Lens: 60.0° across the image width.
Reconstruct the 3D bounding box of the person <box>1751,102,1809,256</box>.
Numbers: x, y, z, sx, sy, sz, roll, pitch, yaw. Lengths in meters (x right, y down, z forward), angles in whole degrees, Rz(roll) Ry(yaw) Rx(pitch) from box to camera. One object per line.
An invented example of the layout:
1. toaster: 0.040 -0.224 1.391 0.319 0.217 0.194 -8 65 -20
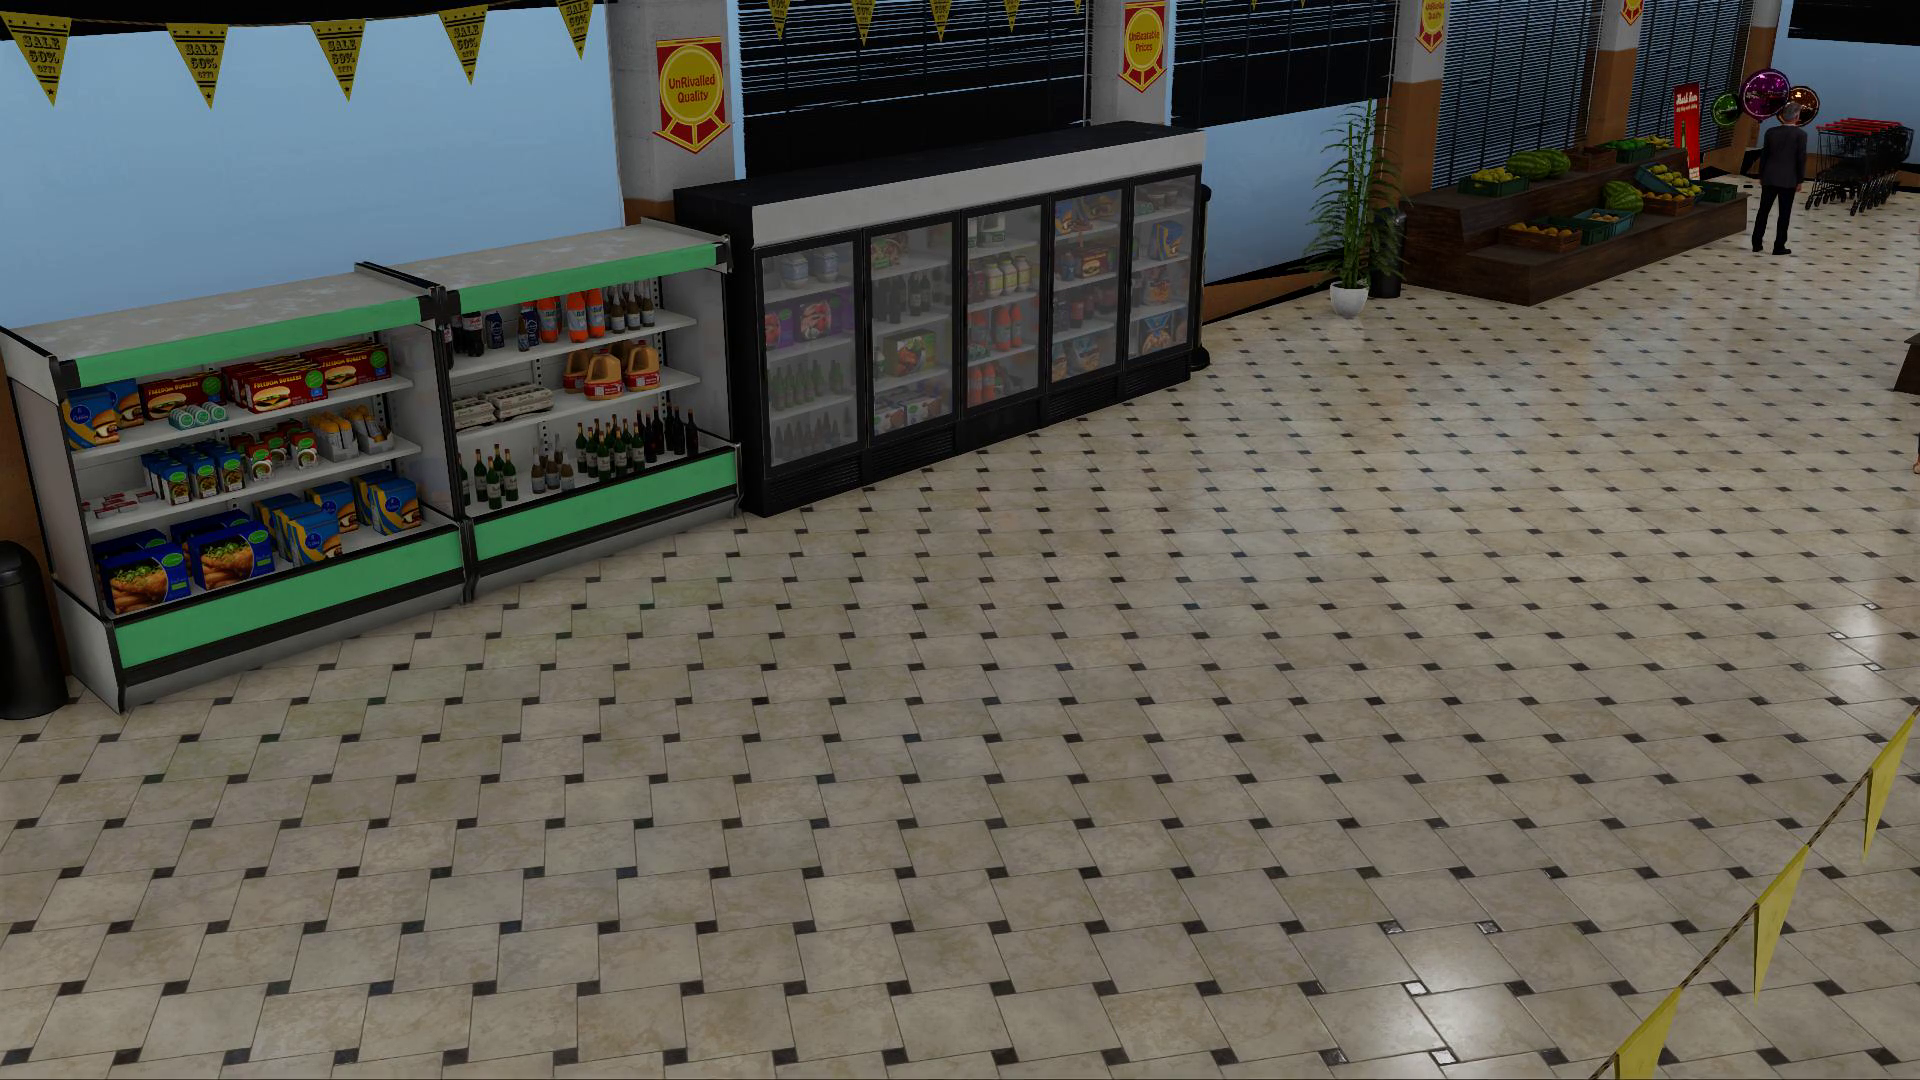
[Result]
1. person: 10.125 -4.464 20.511 0.587 1.842 0.704 -19 29 -39
